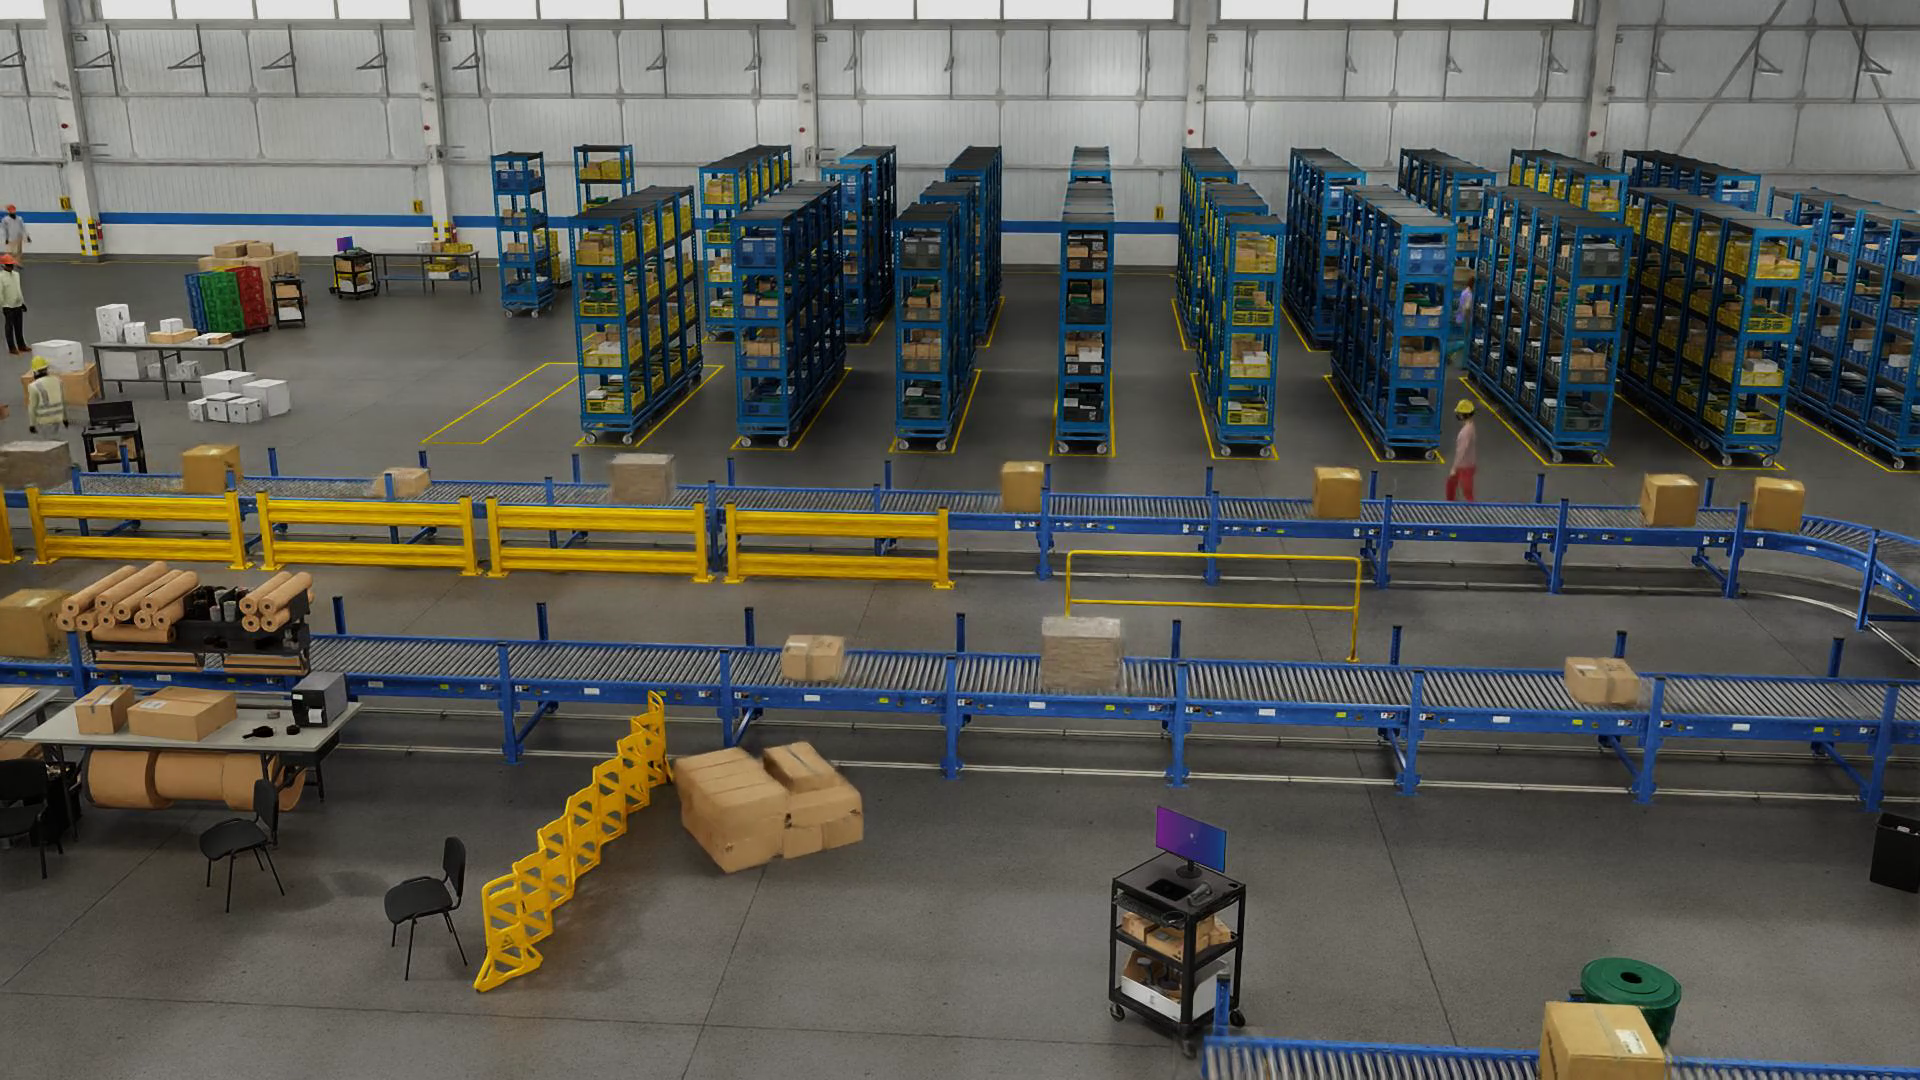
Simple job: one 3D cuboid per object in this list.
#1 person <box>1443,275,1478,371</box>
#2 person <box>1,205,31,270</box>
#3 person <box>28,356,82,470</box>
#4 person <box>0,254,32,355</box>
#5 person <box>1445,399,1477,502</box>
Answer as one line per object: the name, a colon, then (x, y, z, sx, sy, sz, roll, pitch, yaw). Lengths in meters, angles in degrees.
person: (9.604, -4.135, 31.682, 0.565, 1.826, 0.584, 4, 18, 11)
person: (-25.105, -8.060, 44.325, 0.817, 1.716, 0.578, 10, 20, 29)
person: (-13.241, -1.782, 24.277, 0.797, 1.809, 0.595, 4, 18, 13)
person: (-18.922, -4.710, 33.239, 0.388, 1.996, 0.612, 4, 18, 11)
person: (6.506, -0.993, 21.846, 0.739, 1.737, 0.553, 6, 18, 18)
